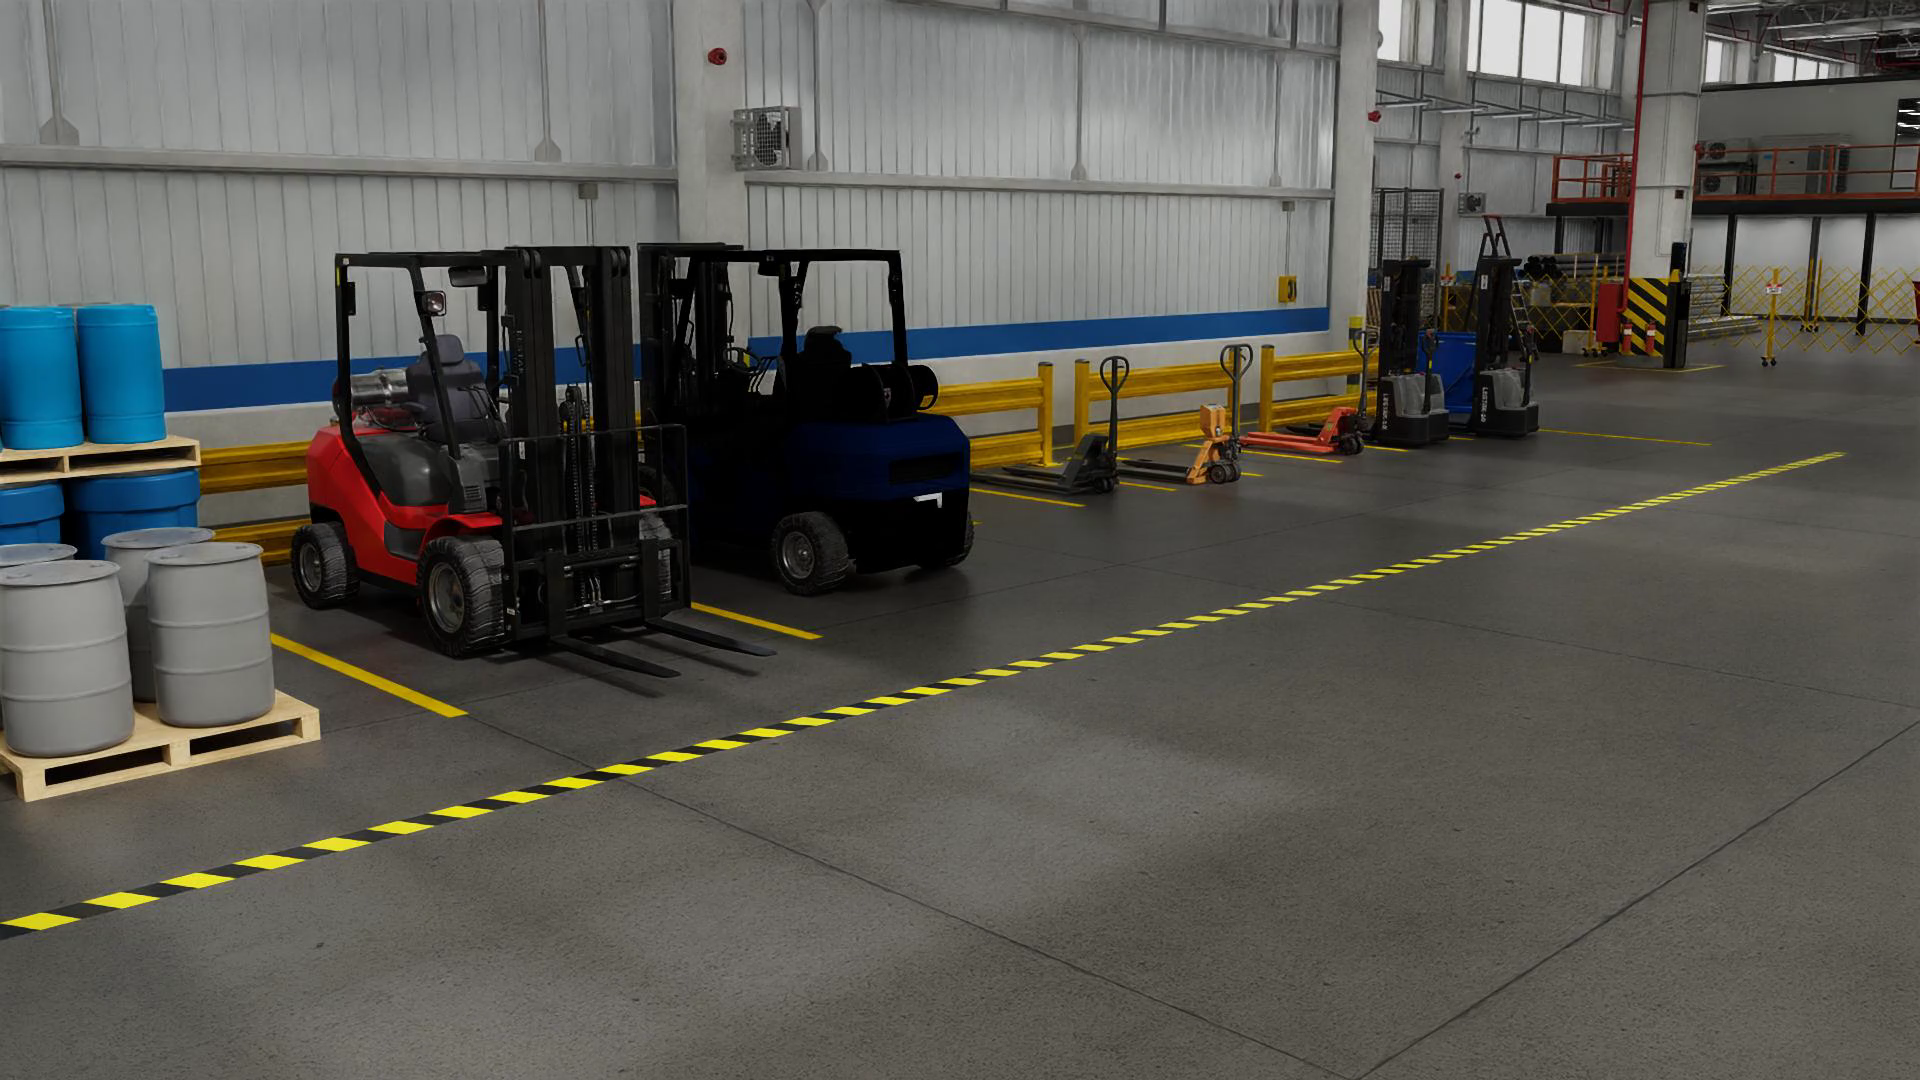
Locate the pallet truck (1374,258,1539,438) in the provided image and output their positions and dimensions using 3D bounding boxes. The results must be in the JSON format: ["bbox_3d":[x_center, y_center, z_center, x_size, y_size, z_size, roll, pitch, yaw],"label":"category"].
[{"bbox_3d":[5.704,-2.208,18.901,1.885,1.965,0.823,10,14,43],"label":"pallet truck"}]

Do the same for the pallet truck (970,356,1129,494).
[{"bbox_3d":[0.784,-1.085,14.876,0.680,1.201,1.601,-10,14,-44],"label":"pallet truck"}]

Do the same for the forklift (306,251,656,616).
[{"bbox_3d":[-2.833,-0.669,9.694,1.157,1.987,2.680,-10,14,-44],"label":"forklift"}]

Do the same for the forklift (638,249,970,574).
[{"bbox_3d":[-1.173,-0.958,11.239,2.680,1.987,1.157,10,14,43],"label":"forklift"}]

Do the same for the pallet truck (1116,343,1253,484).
[{"bbox_3d":[1.962,-1.215,15.415,1.522,1.261,0.704,10,14,43],"label":"pallet truck"}]

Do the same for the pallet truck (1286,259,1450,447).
[{"bbox_3d":[4.493,-2.078,18.196,0.823,1.965,1.885,-9,14,-40],"label":"pallet truck"}]

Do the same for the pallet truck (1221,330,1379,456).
[{"bbox_3d":[3.563,-1.581,17.381,0.653,1.274,1.630,-10,14,-44],"label":"pallet truck"}]
